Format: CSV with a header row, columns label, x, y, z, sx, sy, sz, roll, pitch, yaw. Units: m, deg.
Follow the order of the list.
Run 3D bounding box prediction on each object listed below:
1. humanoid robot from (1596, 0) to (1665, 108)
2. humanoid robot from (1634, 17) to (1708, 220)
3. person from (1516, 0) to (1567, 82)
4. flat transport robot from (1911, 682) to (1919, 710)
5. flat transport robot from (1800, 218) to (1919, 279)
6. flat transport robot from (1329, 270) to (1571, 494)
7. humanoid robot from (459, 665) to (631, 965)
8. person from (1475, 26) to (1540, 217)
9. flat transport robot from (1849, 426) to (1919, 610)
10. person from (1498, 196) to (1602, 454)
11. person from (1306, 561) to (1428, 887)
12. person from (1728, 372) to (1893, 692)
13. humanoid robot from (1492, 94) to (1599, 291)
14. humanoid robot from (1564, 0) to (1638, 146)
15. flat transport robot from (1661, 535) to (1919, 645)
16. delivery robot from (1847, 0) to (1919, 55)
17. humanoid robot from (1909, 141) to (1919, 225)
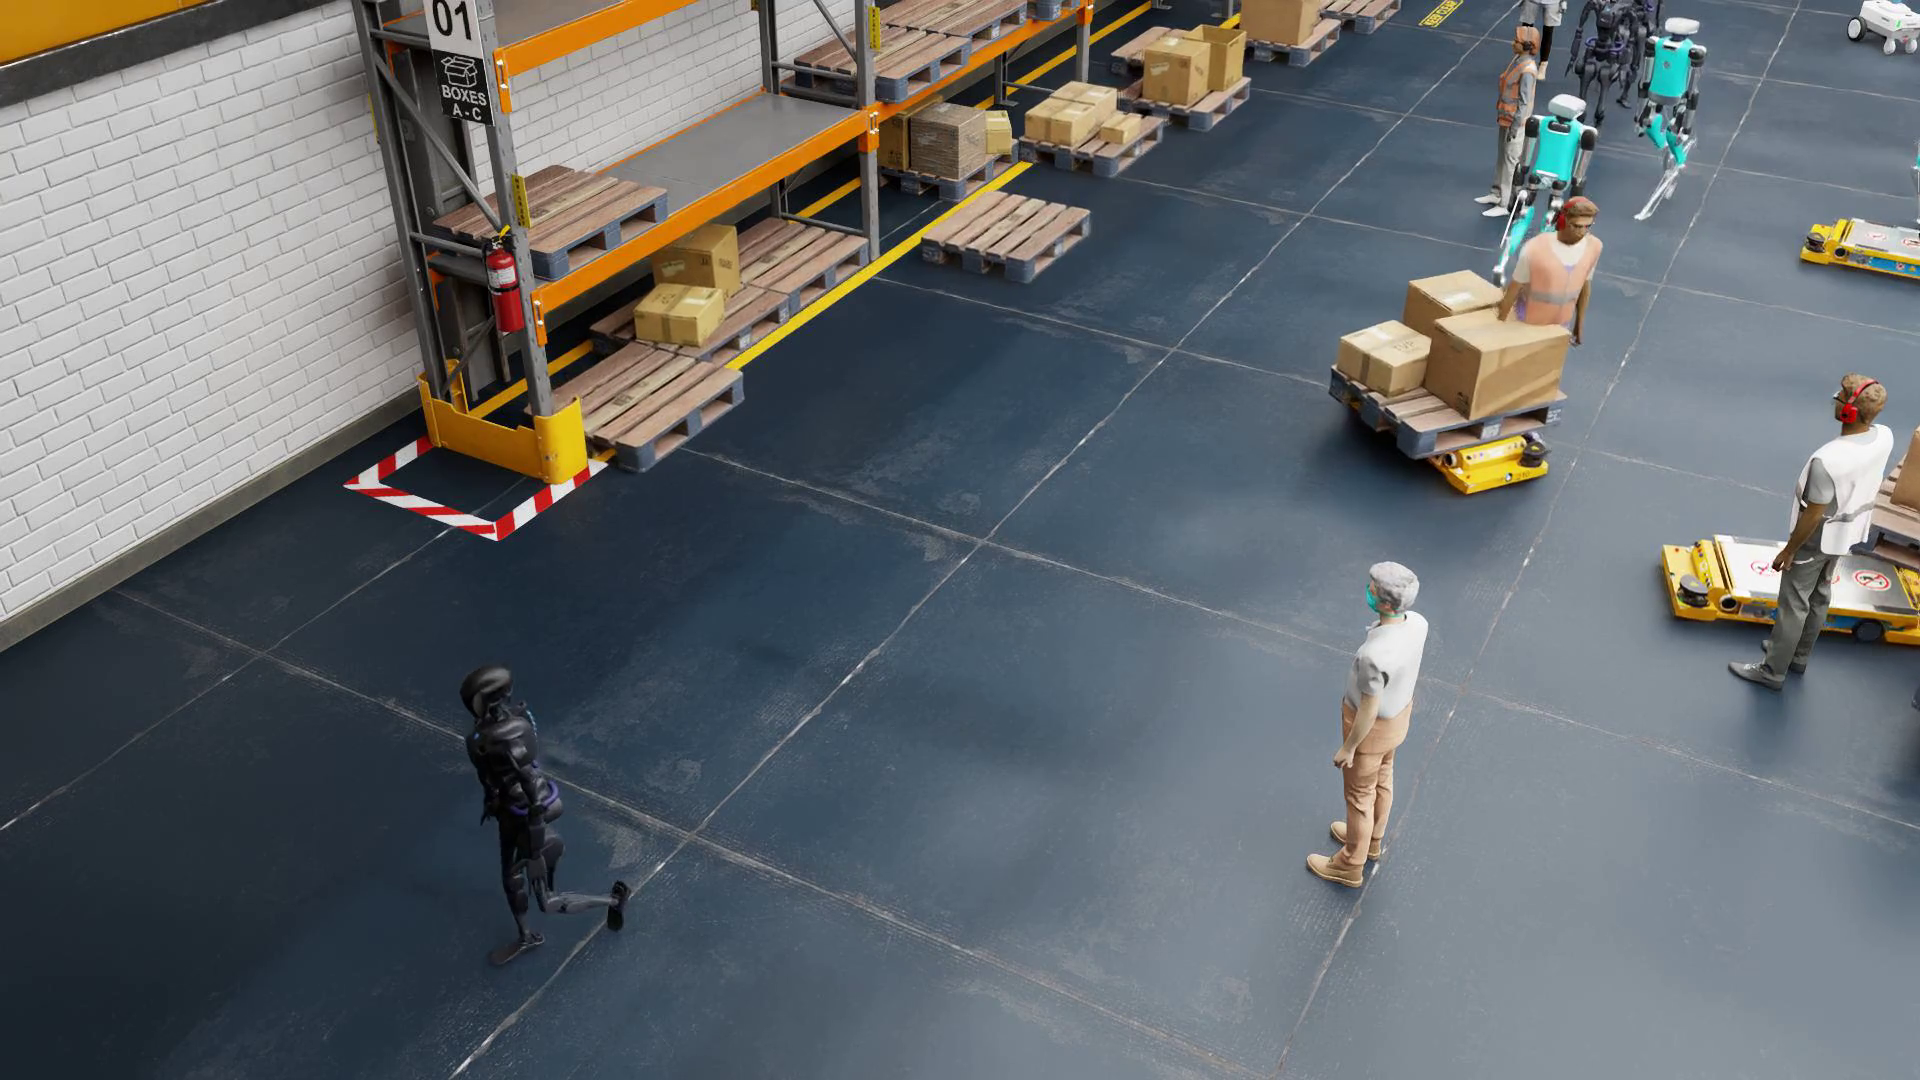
label,x,y,z,sx,sy,sz,roll,pitch,yaw
humanoid robot,6.790,-5.233,16.793,0.594,1.643,0.483,-6,34,-9
humanoid robot,6.218,-3.660,14.404,0.886,1.823,0.548,-26,41,-33
person,6.122,-5.677,17.444,0.529,1.693,0.321,16,37,23
flat transport robot,5.690,1.011,8.619,1.431,0.231,0.659,-28,43,-35
flat transport robot,7.766,-2.355,13.712,1.431,0.231,0.659,19,38,26
flat transport robot,3.285,-0.788,11.340,0.659,0.231,1.431,-13,36,-19
humanoid robot,-1.815,1.145,7.148,0.633,1.635,0.593,-23,40,-31
person,4.770,-3.616,14.373,0.307,1.640,0.514,3,34,4
flat transport robot,6.023,0.157,9.911,0.659,0.231,1.431,27,42,34
person,3.764,-1.454,10.949,0.618,1.814,0.644,-12,35,-18
person,1.867,0.833,7.549,0.320,1.746,0.473,23,40,30
person,4.523,-0.014,8.739,0.563,1.846,0.391,-22,39,-29
humanoid robot,4.251,-2.346,12.400,0.544,1.806,0.894,22,39,29
humanoid robot,6.062,-4.540,15.737,0.600,1.639,0.401,22,39,30
flat transport robot,4.906,0.284,9.718,1.431,0.231,0.659,7,34,10
delivery robot,10.429,-5.806,18.691,0.499,0.614,0.808,-5,34,-8
humanoid robot,8.407,-3.407,14.005,0.557,1.830,0.714,-14,36,-20
